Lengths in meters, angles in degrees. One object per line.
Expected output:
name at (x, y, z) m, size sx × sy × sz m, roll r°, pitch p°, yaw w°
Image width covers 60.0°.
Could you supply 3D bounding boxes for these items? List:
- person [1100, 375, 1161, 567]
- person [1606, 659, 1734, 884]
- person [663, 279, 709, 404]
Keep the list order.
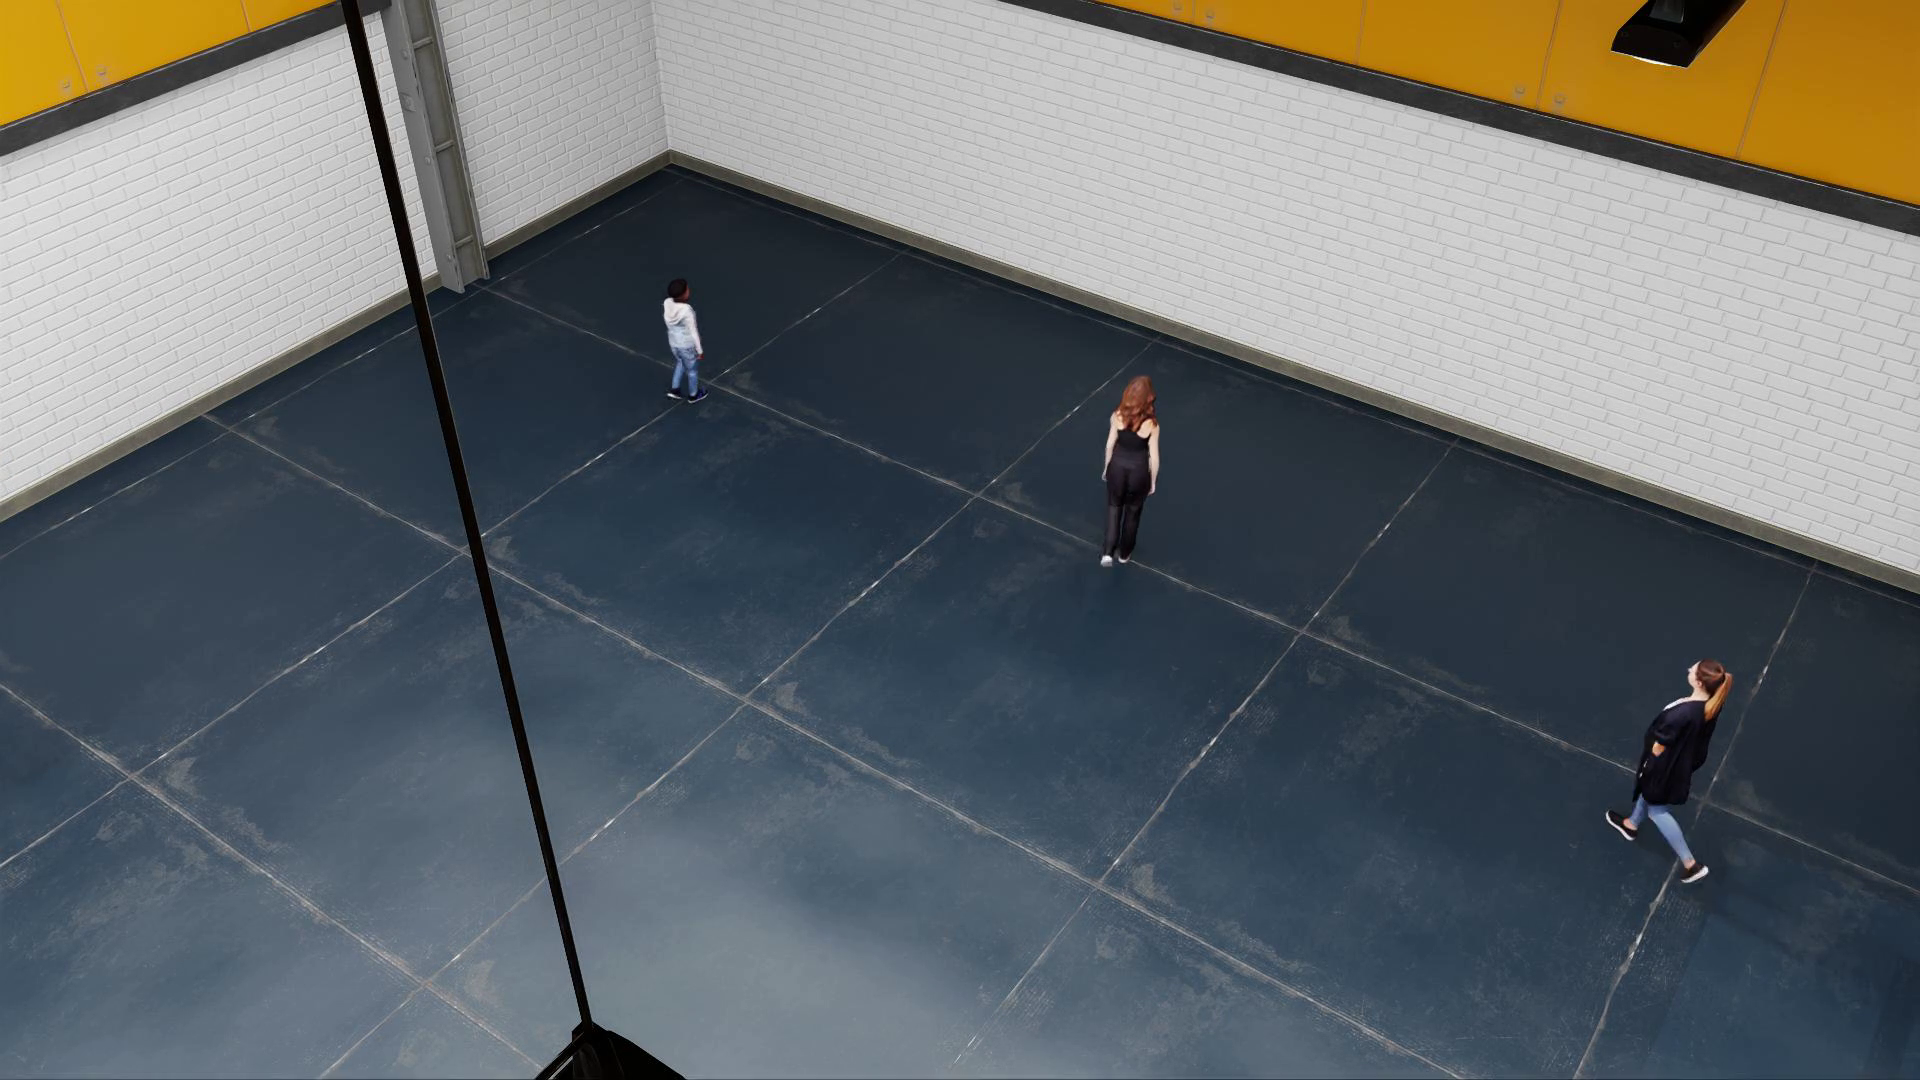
person at (1.266, -0.465, 12.699) m, size 0.722 × 1.739 × 0.893 m, roll 13°, pitch 40°, yaw 16°
person at (4.508, 1.449, 10.365) m, size 1.061 × 1.662 × 0.957 m, roll -20°, pitch 43°, yaw -23°
person at (-2.477, -1.729, 14.671) m, size 0.506 × 1.252 × 0.606 m, roll 25°, pitch 45°, yaw 28°
